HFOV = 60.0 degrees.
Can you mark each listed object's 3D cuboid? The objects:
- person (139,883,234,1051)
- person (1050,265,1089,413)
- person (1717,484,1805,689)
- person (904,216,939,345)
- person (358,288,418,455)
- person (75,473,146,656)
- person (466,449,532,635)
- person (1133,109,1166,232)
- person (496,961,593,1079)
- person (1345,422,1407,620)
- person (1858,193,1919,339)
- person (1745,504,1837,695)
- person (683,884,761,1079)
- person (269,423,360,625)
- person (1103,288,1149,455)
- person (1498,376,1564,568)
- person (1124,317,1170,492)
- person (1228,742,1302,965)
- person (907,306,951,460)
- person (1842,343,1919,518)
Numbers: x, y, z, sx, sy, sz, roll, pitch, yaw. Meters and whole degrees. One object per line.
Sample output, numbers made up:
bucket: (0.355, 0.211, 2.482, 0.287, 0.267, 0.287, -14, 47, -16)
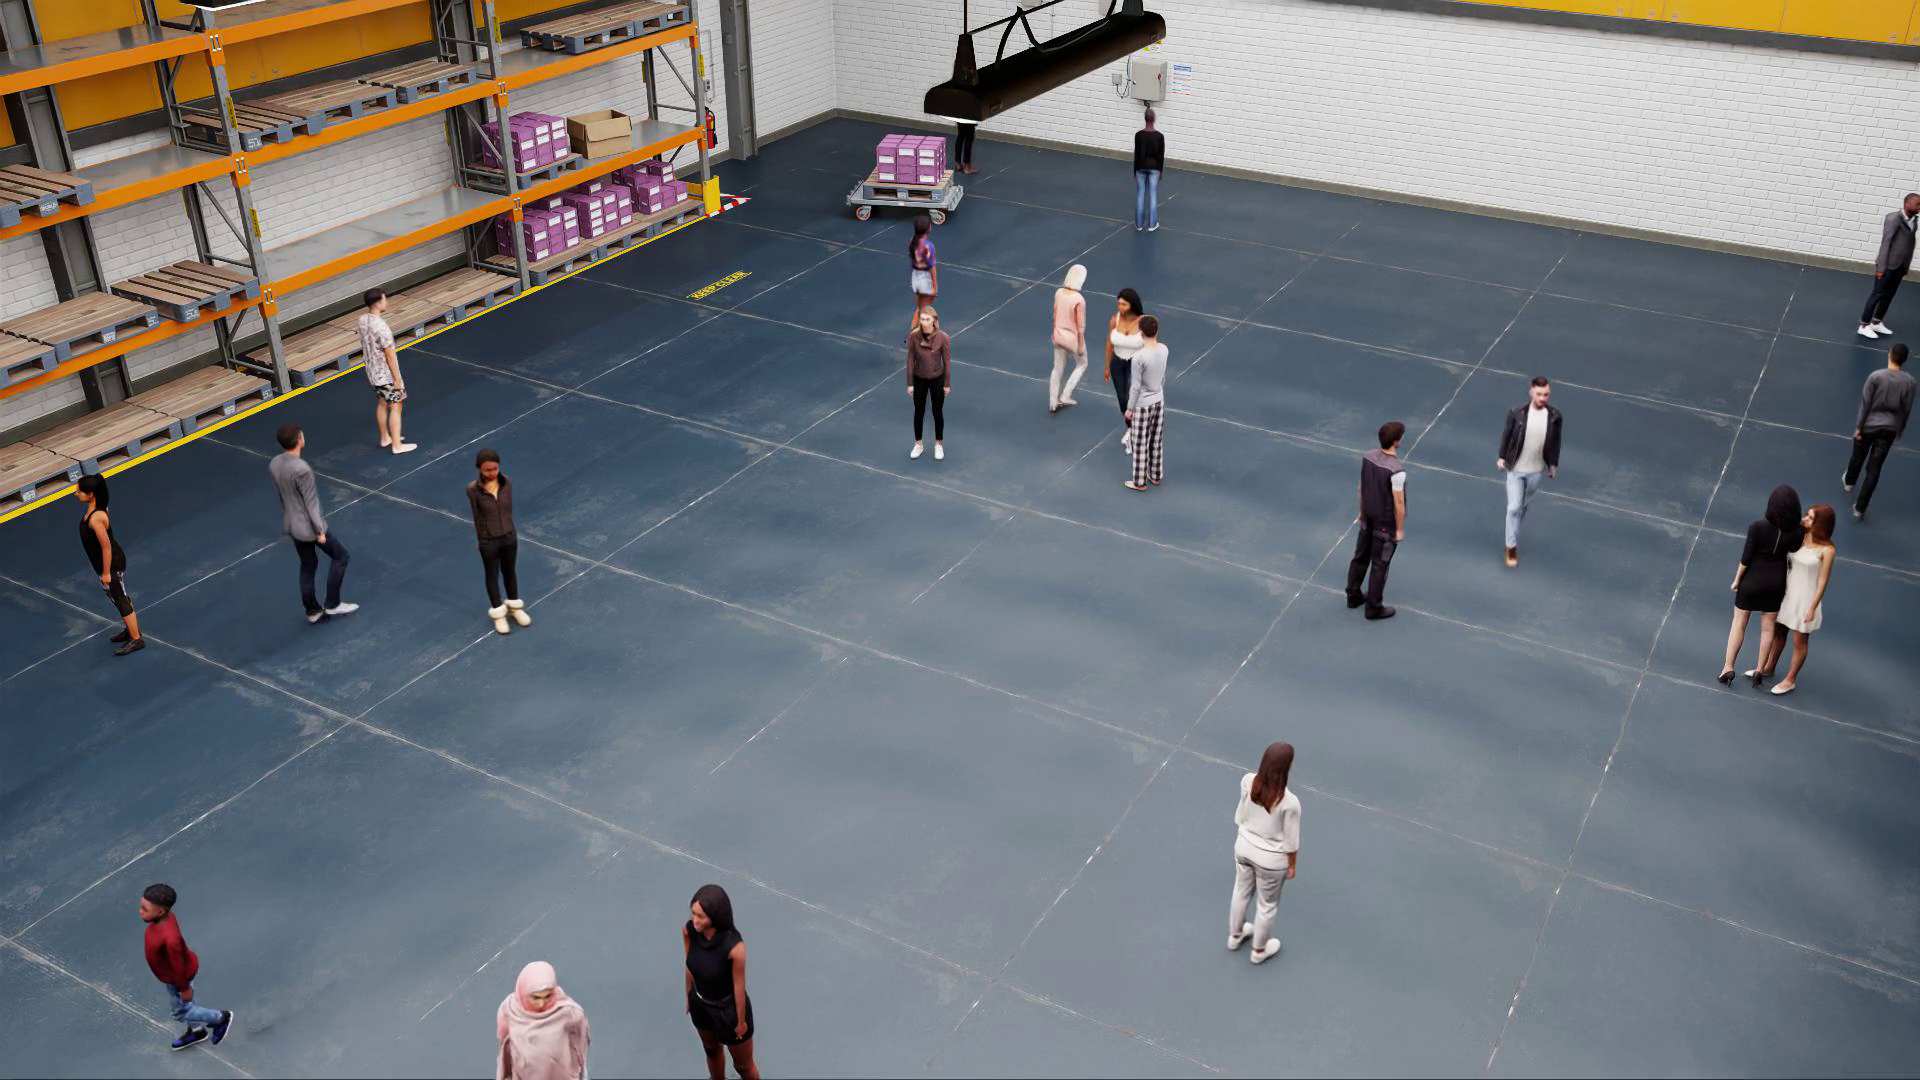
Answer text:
person: (-4.704, 2.594, 10.130, 0.693, 1.247, 0.626, -18, 34, -30)
person: (1.167, -2.201, 18.443, 0.779, 1.704, 0.749, 23, 36, 36)
person: (6.545, 0.393, 13.584, 0.664, 1.803, 0.618, 5, 29, 9)
person: (-0.519, -3.024, 19.924, 0.741, 1.732, 0.688, -23, 36, -36)
person: (-6.108, -1.788, 17.574, 0.713, 1.811, 0.635, 23, 36, 36)
person: (-7.226, 0.183, 14.119, 0.664, 1.660, 0.655, -16, 32, -26)
person: (-4.044, -0.029, 14.503, 0.722, 1.664, 0.666, 5, 29, 10)
person: (2.742, -5.395, 24.254, 0.655, 1.746, 0.636, 6, 29, 11)
person: (-2.224, 2.914, 8.983, 0.790, 1.784, 0.813, 0, 29, 1)
person: (3.676, -0.187, 14.601, 0.755, 1.848, 0.753, -16, 32, -26)
person: (11.493, -3.409, 20.544, 0.751, 1.814, 0.866, -13, 31, -22)
person: (6.853, 0.460, 13.559, 0.704, 1.709, 0.653, -10, 30, -17)
person: (-1.361, 2.668, 9.480, 0.579, 1.739, 0.511, 17, 33, 28)
person: (-5.726, -0.089, 14.414, 0.712, 1.854, 0.668, 18, 33, 29)
person: (1.836, -1.854, 17.717, 0.617, 1.790, 0.740, 14, 32, 24)
person: (5.292, -0.717, 15.607, 0.930, 1.815, 1.068, 1, 29, 2)
person: (1.899, -1.380, 16.790, 0.600, 1.846, 0.753, -21, 35, -33)
person: (1.954, 2.013, 10.735, 0.645, 1.686, 0.604, 22, 36, 35)
person: (-0.321, -1.662, 17.457, 0.673, 1.703, 0.641, 3, 29, 6)
person: (9.008, -1.040, 16.309, 0.765, 1.709, 1.182, 10, 30, 18)
